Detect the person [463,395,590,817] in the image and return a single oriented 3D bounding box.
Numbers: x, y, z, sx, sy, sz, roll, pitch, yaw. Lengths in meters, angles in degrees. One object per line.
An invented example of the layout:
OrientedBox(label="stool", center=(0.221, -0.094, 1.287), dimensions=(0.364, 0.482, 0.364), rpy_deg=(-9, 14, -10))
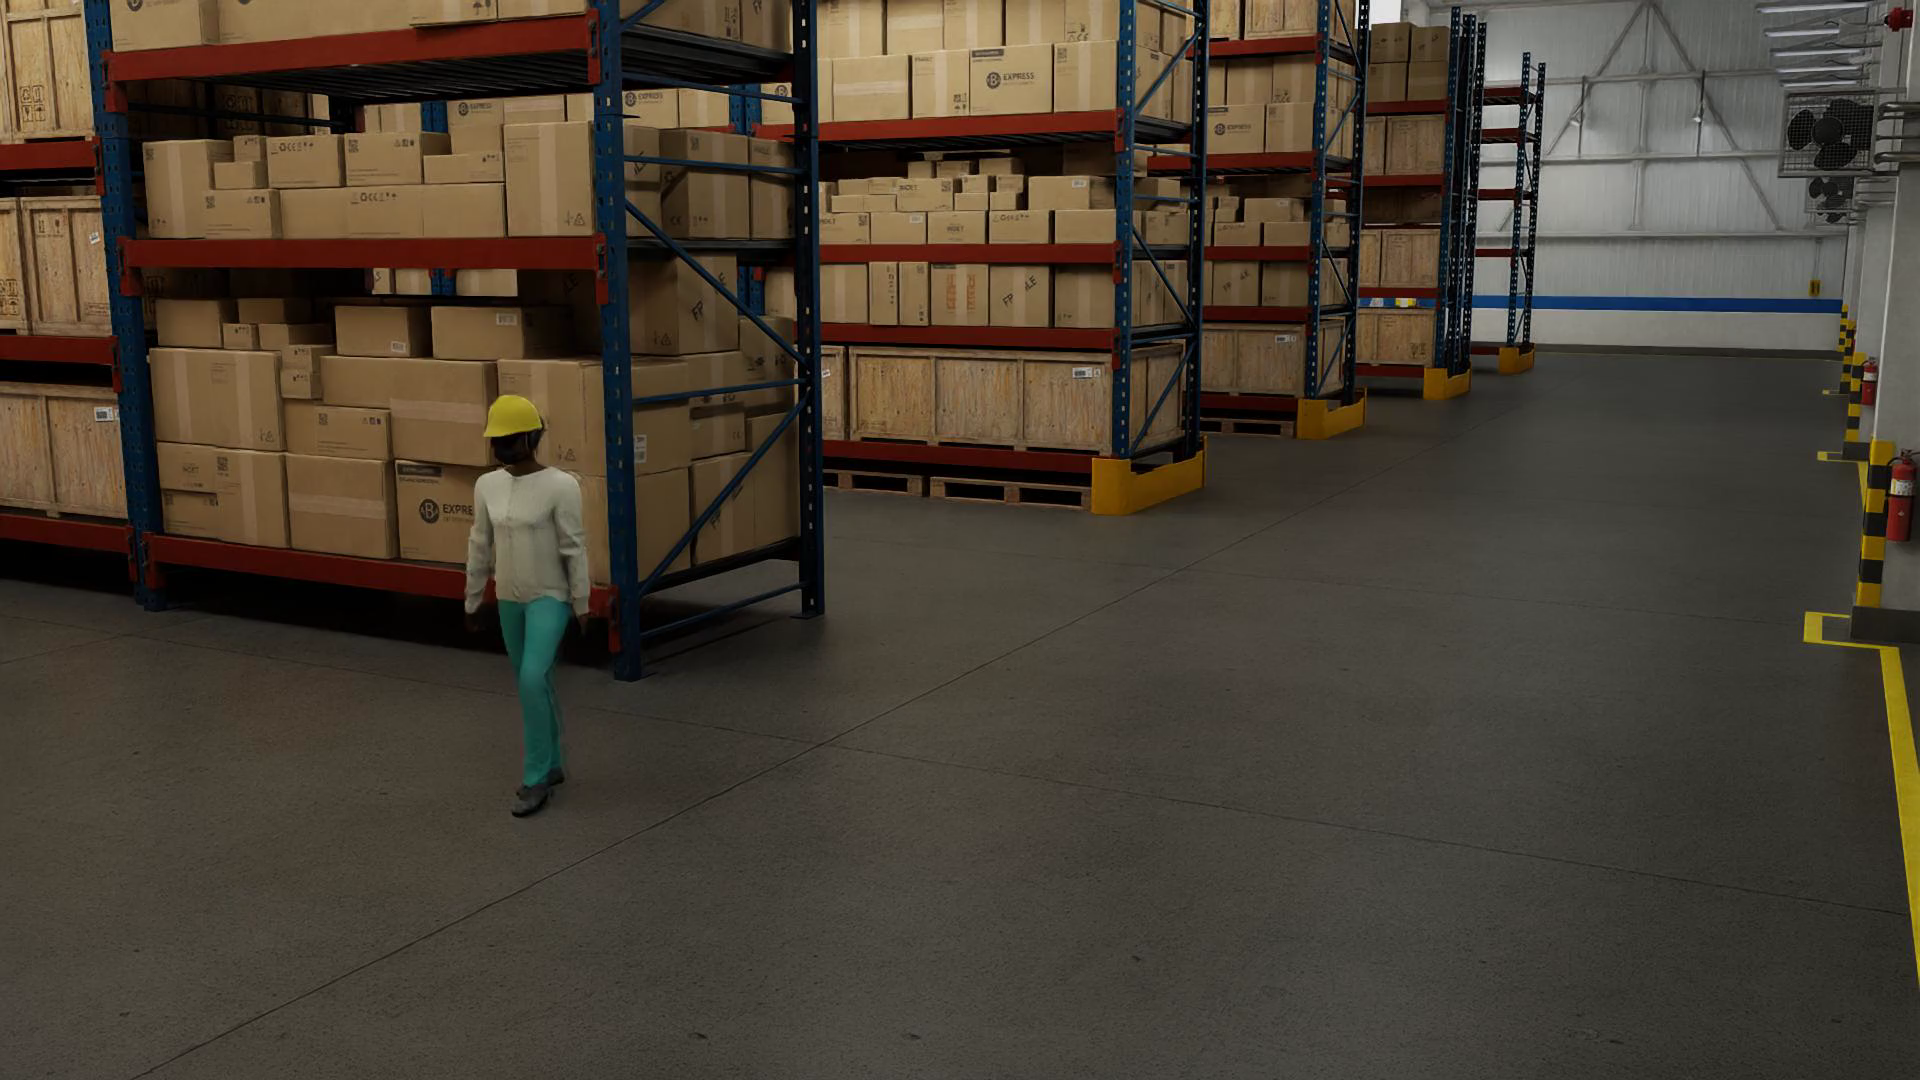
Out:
OrientedBox(label="person", center=(-1.859, 0.271, 6.966), dimensions=(0.547, 1.743, 0.671), rpy_deg=(4, 11, 24))

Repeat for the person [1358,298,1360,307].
OrientedBox(label="person", center=(9.297, -5.390, 39.746), dimensions=(0.487, 1.741, 0.314), rpy_deg=(3, 10, 19))

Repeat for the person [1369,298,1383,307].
OrientedBox(label="person", center=(9.765, -5.278, 39.085), dimensions=(0.337, 1.743, 0.560), rpy_deg=(3, 10, 15))
